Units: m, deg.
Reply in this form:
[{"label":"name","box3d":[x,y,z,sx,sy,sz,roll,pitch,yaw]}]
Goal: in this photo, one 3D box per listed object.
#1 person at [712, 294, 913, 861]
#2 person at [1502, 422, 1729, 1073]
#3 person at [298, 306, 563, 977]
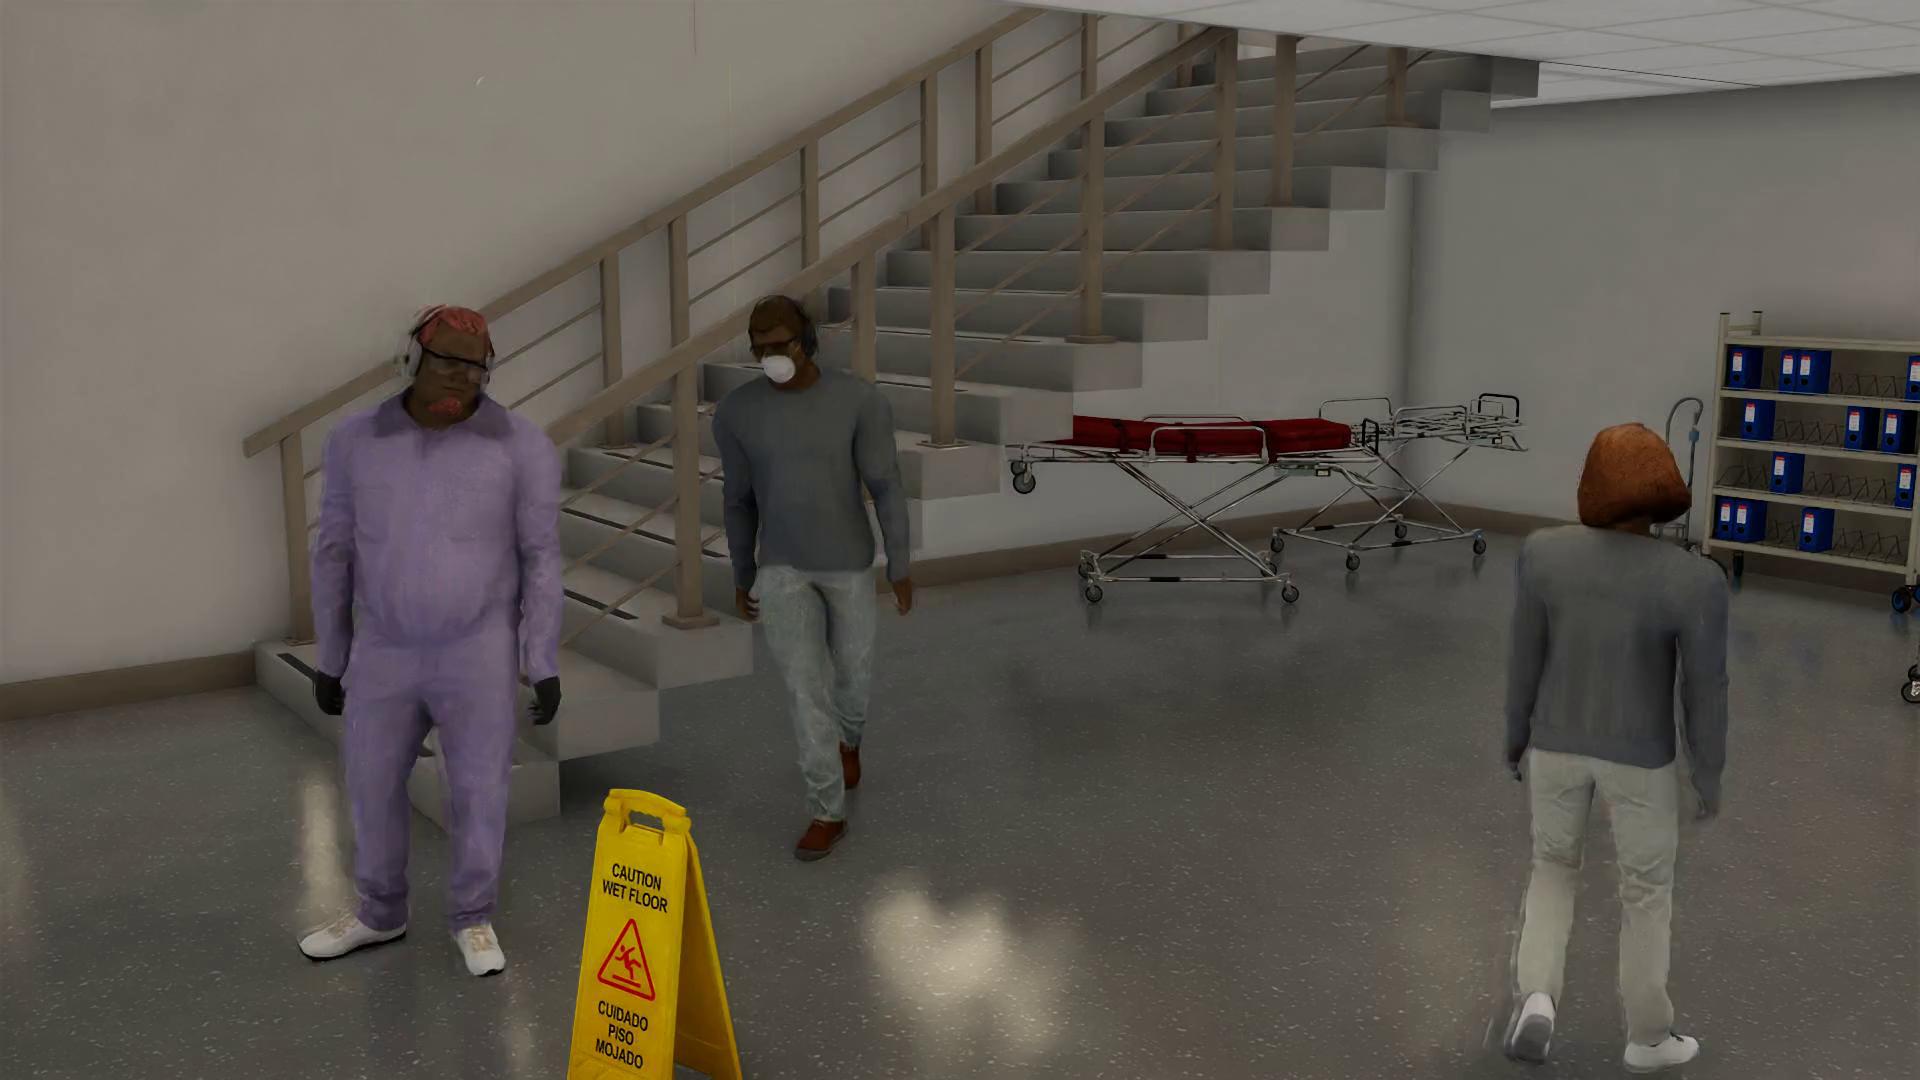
[{"label":"person","box3d":[-0.498,0.078,5.853,0.688,1.894,0.916,1,10,5]},{"label":"person","box3d":[1.551,0.526,4.004,0.538,1.622,0.527,8,13,40]},{"label":"person","box3d":[-1.500,0.303,4.619,0.807,1.869,0.432,0,10,-2]}]
